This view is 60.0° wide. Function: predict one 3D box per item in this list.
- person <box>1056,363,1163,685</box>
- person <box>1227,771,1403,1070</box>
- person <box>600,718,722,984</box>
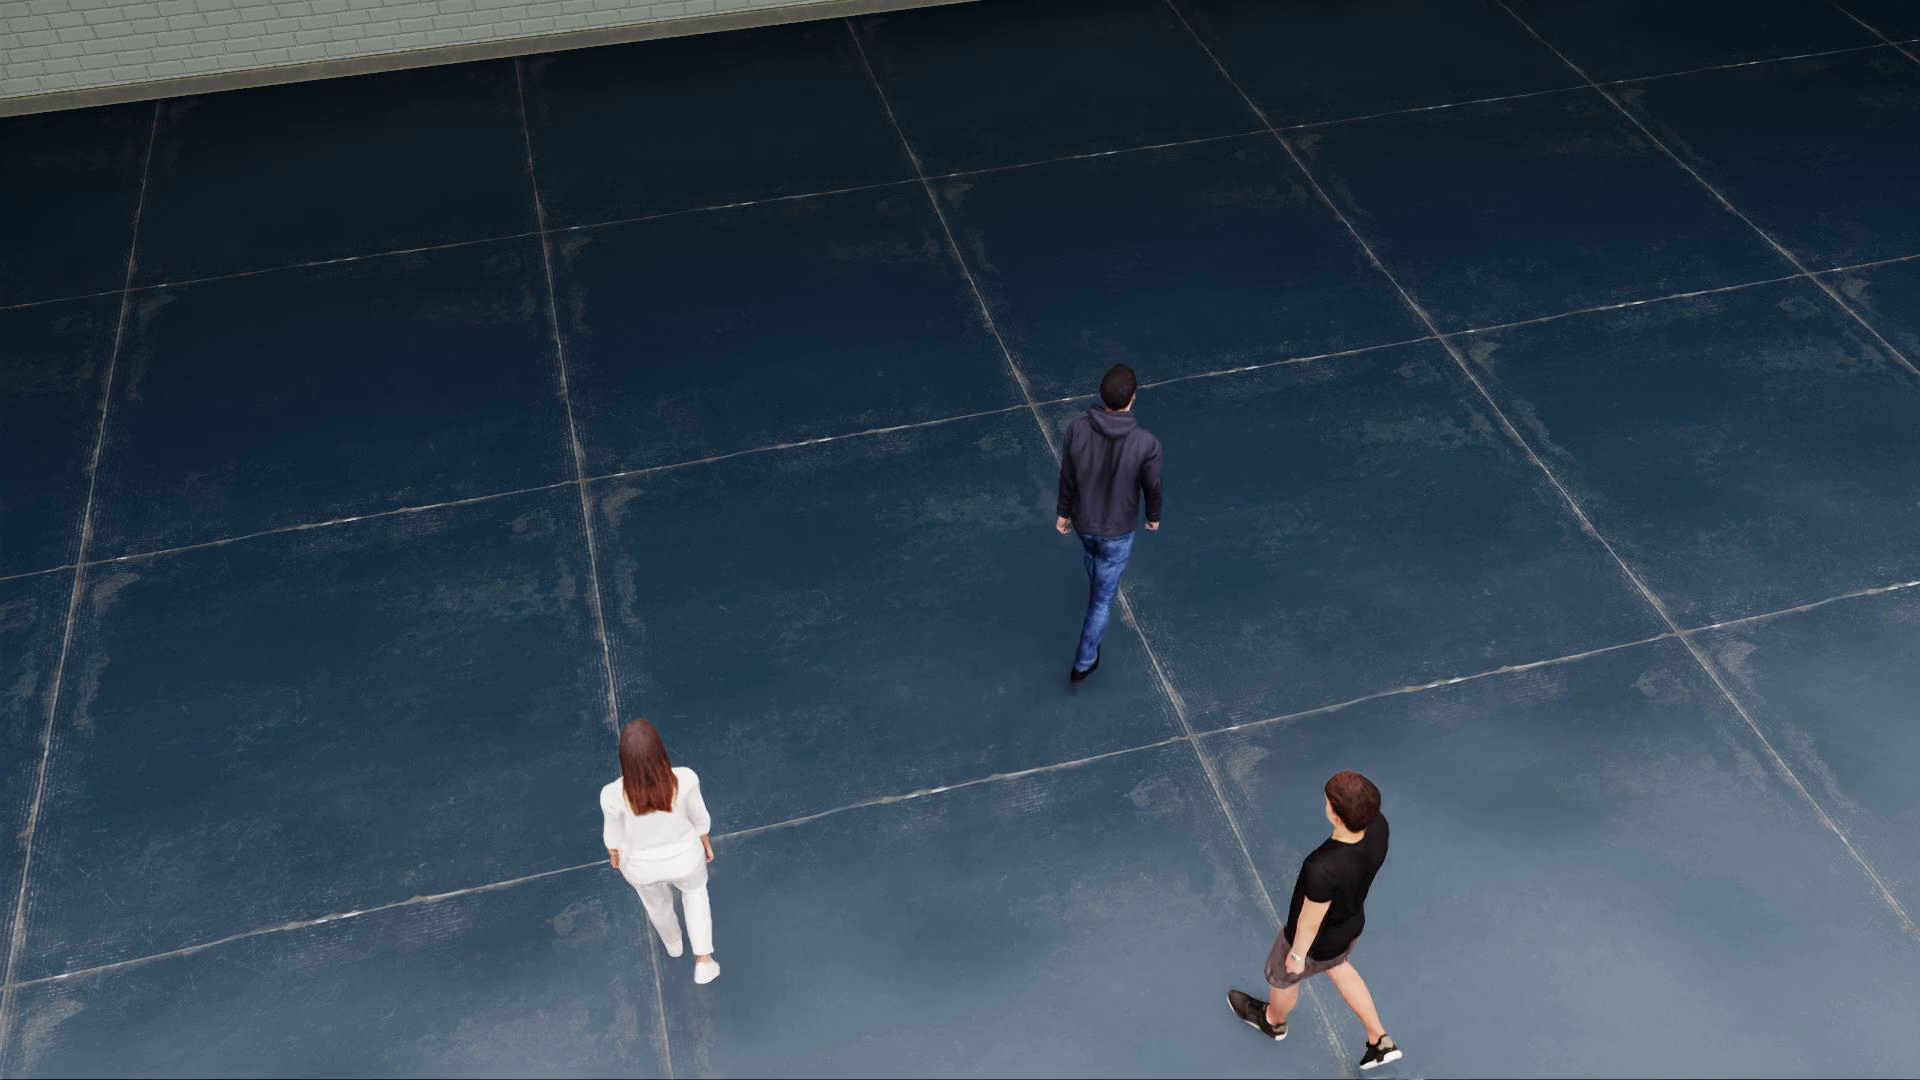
[{"bbox_3d":[0.743,-0.030,8.873,1.162,1.837,1.307,16,45,17],"label":"person"},{"bbox_3d":[1.612,1.674,7.043,1.166,1.843,1.004,32,52,30],"label":"person"},{"bbox_3d":[-1.315,1.437,7.418,0.651,1.679,0.822,-14,45,-14],"label":"person"}]
